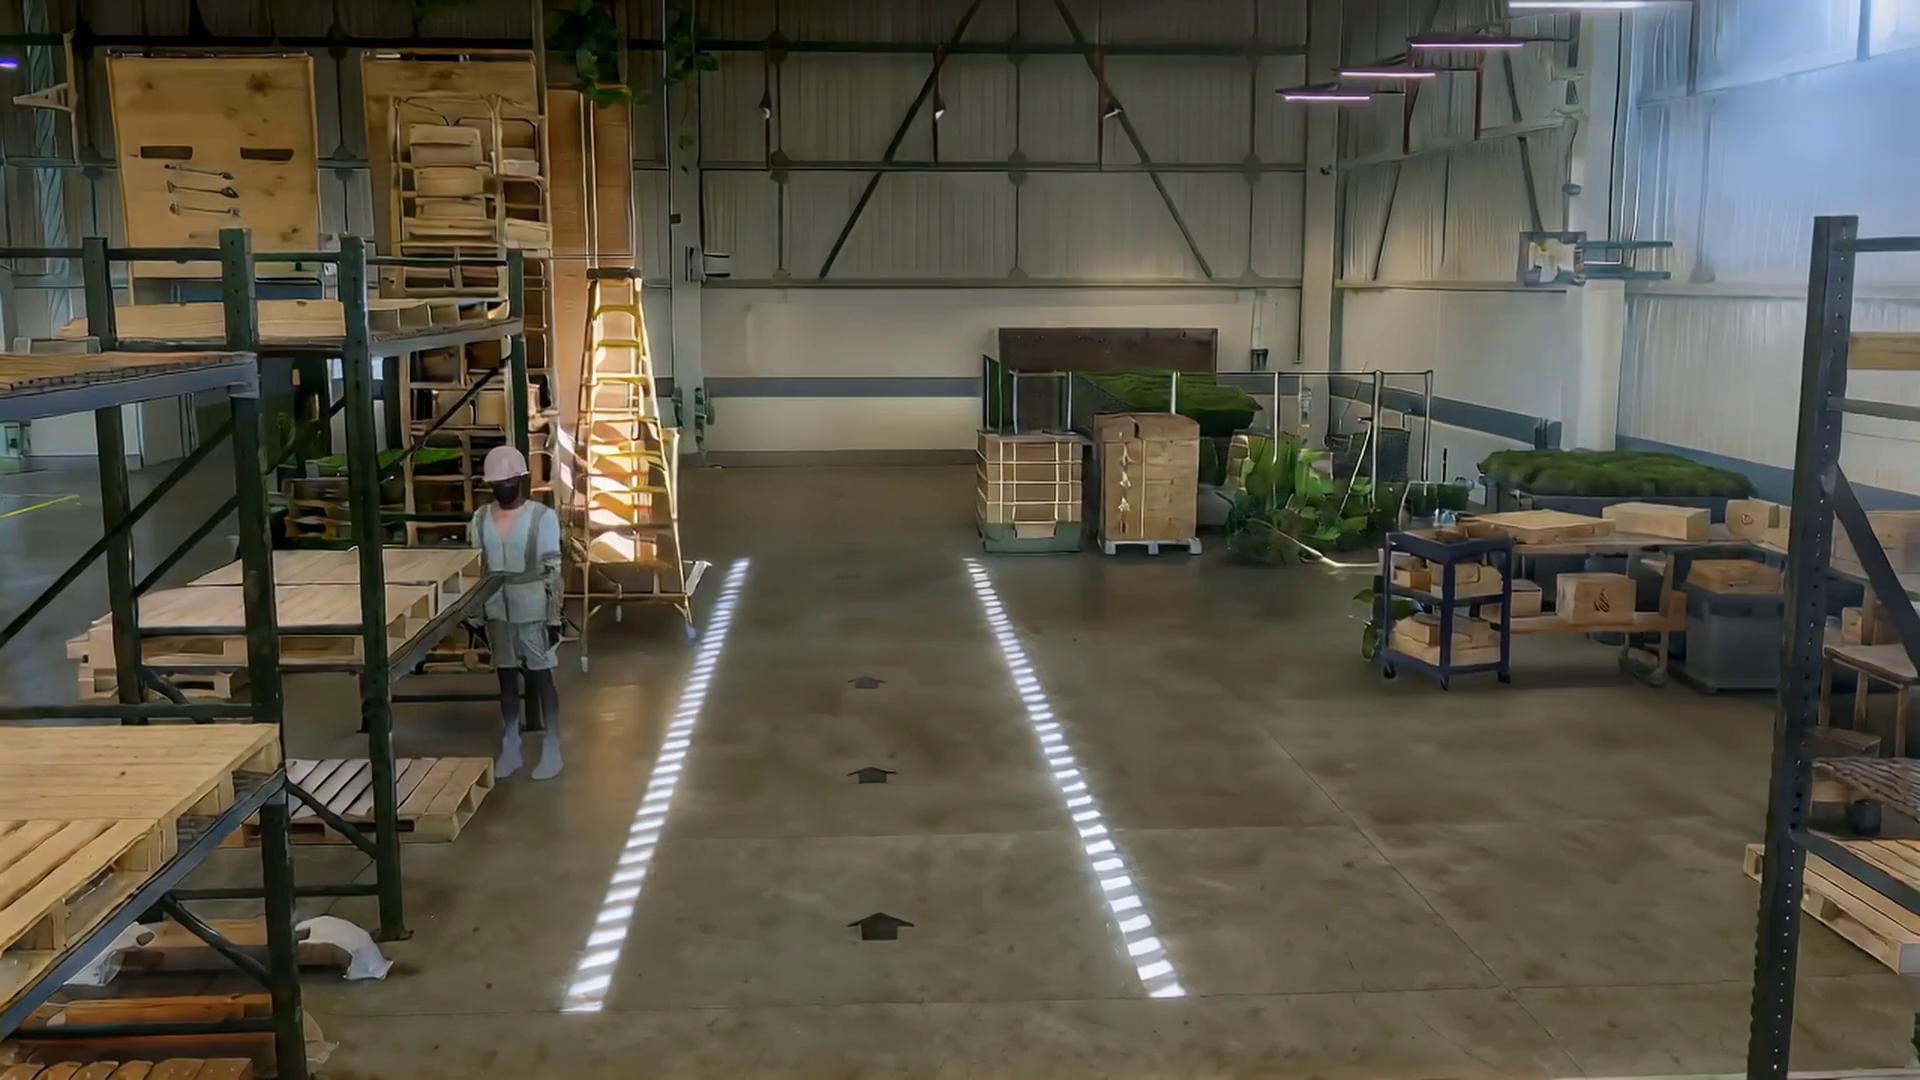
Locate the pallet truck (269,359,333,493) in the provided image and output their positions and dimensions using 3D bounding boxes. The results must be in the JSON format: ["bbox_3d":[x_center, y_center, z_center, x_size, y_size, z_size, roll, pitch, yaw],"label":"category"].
[{"bbox_3d":[-7.062,-1.131,18.996,1.885,1.965,0.823,2,9,13],"label":"pallet truck"}]

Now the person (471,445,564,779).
[{"bbox_3d":[-2.541,0.416,9.515,0.544,1.932,0.374,2,9,13],"label":"person"}]
